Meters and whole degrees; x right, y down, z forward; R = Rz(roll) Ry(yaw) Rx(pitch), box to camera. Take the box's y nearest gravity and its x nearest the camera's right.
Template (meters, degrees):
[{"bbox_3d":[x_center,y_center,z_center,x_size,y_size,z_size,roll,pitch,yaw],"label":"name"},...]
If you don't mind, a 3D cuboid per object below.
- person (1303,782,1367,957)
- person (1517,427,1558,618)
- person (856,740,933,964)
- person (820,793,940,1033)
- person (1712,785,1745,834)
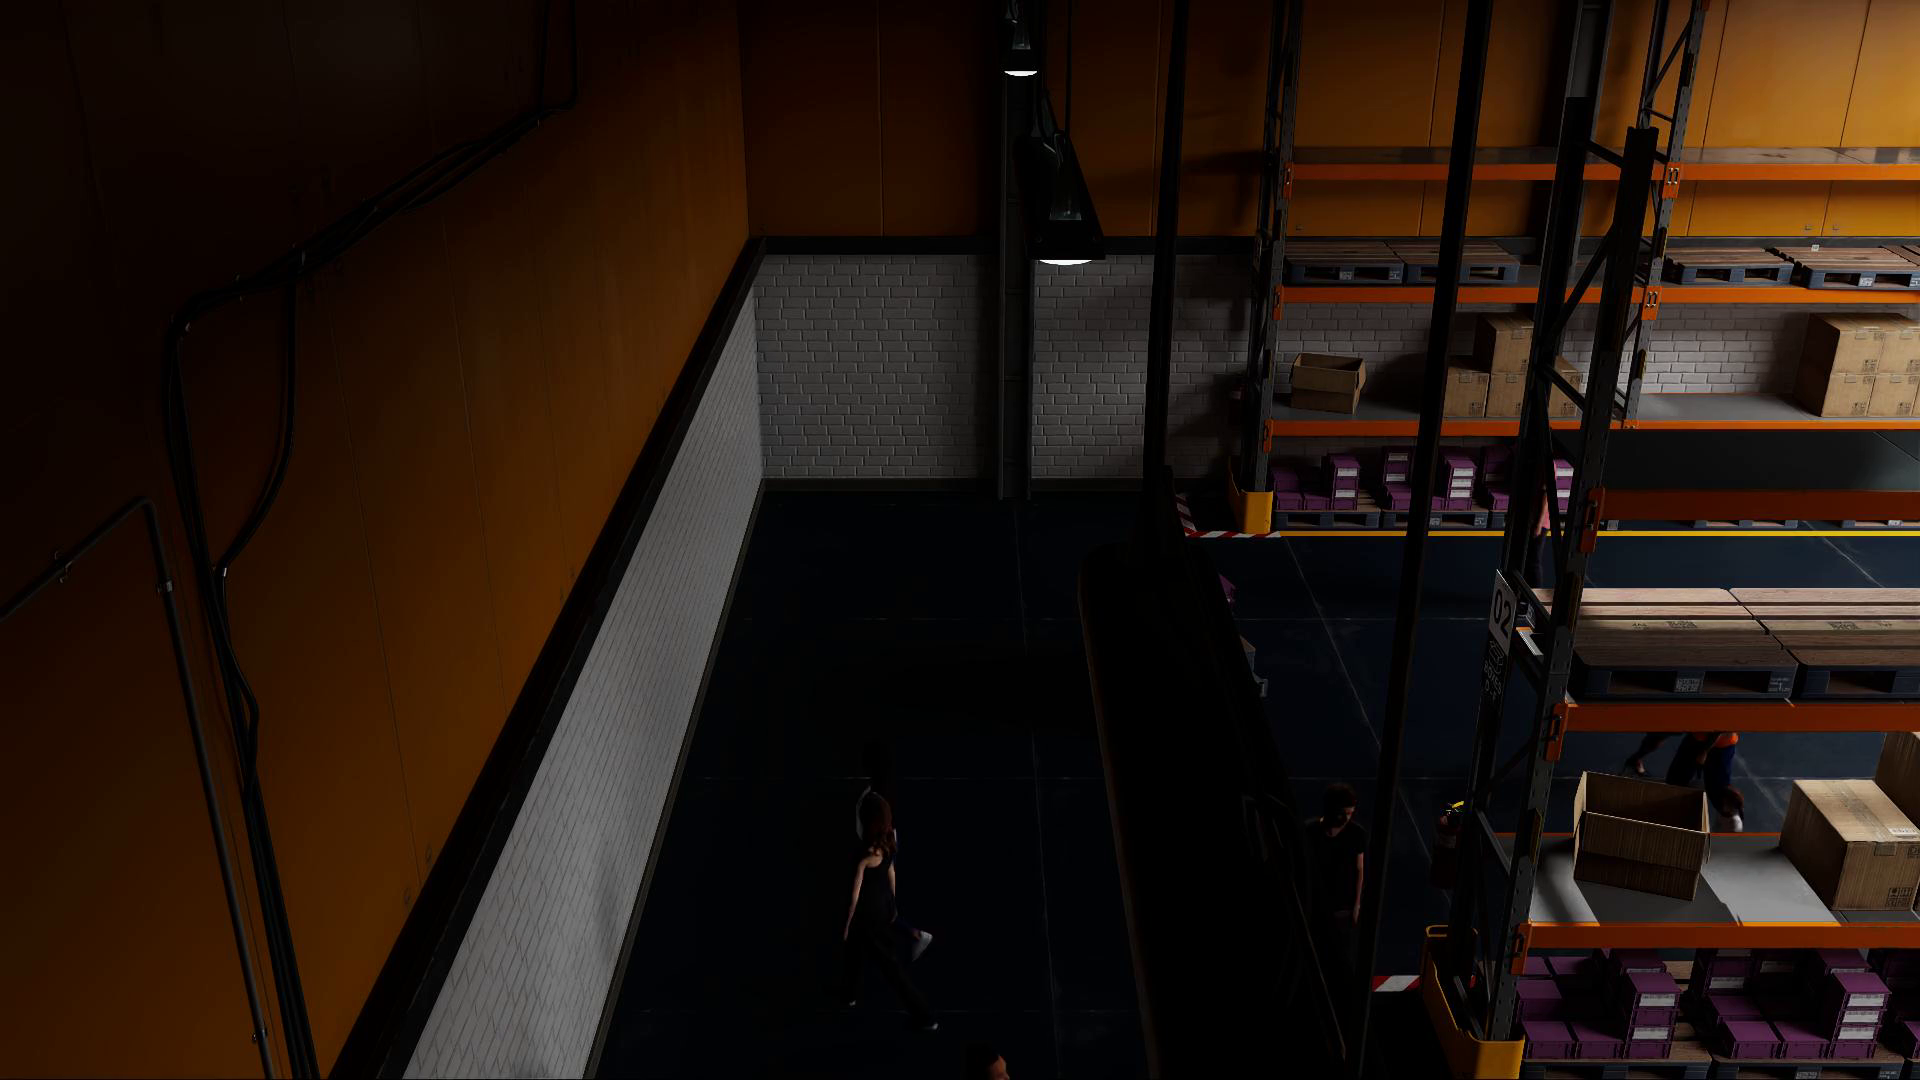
[{"bbox_3d":[2.340,2.329,10.842,0.729,1.846,0.760,1,24,2],"label":"person"},{"bbox_3d":[5.726,-0.204,16.498,0.555,1.956,0.632,-1,24,-2],"label":"person"},{"bbox_3d":[-0.463,2.166,11.322,0.880,1.759,0.711,5,24,11],"label":"person"},{"bbox_3d":[-0.475,2.448,10.739,1.211,1.711,0.905,10,26,22],"label":"person"},{"bbox_3d":[5.606,2.255,12.082,0.747,0.987,0.515,-5,24,-12],"label":"person"}]
